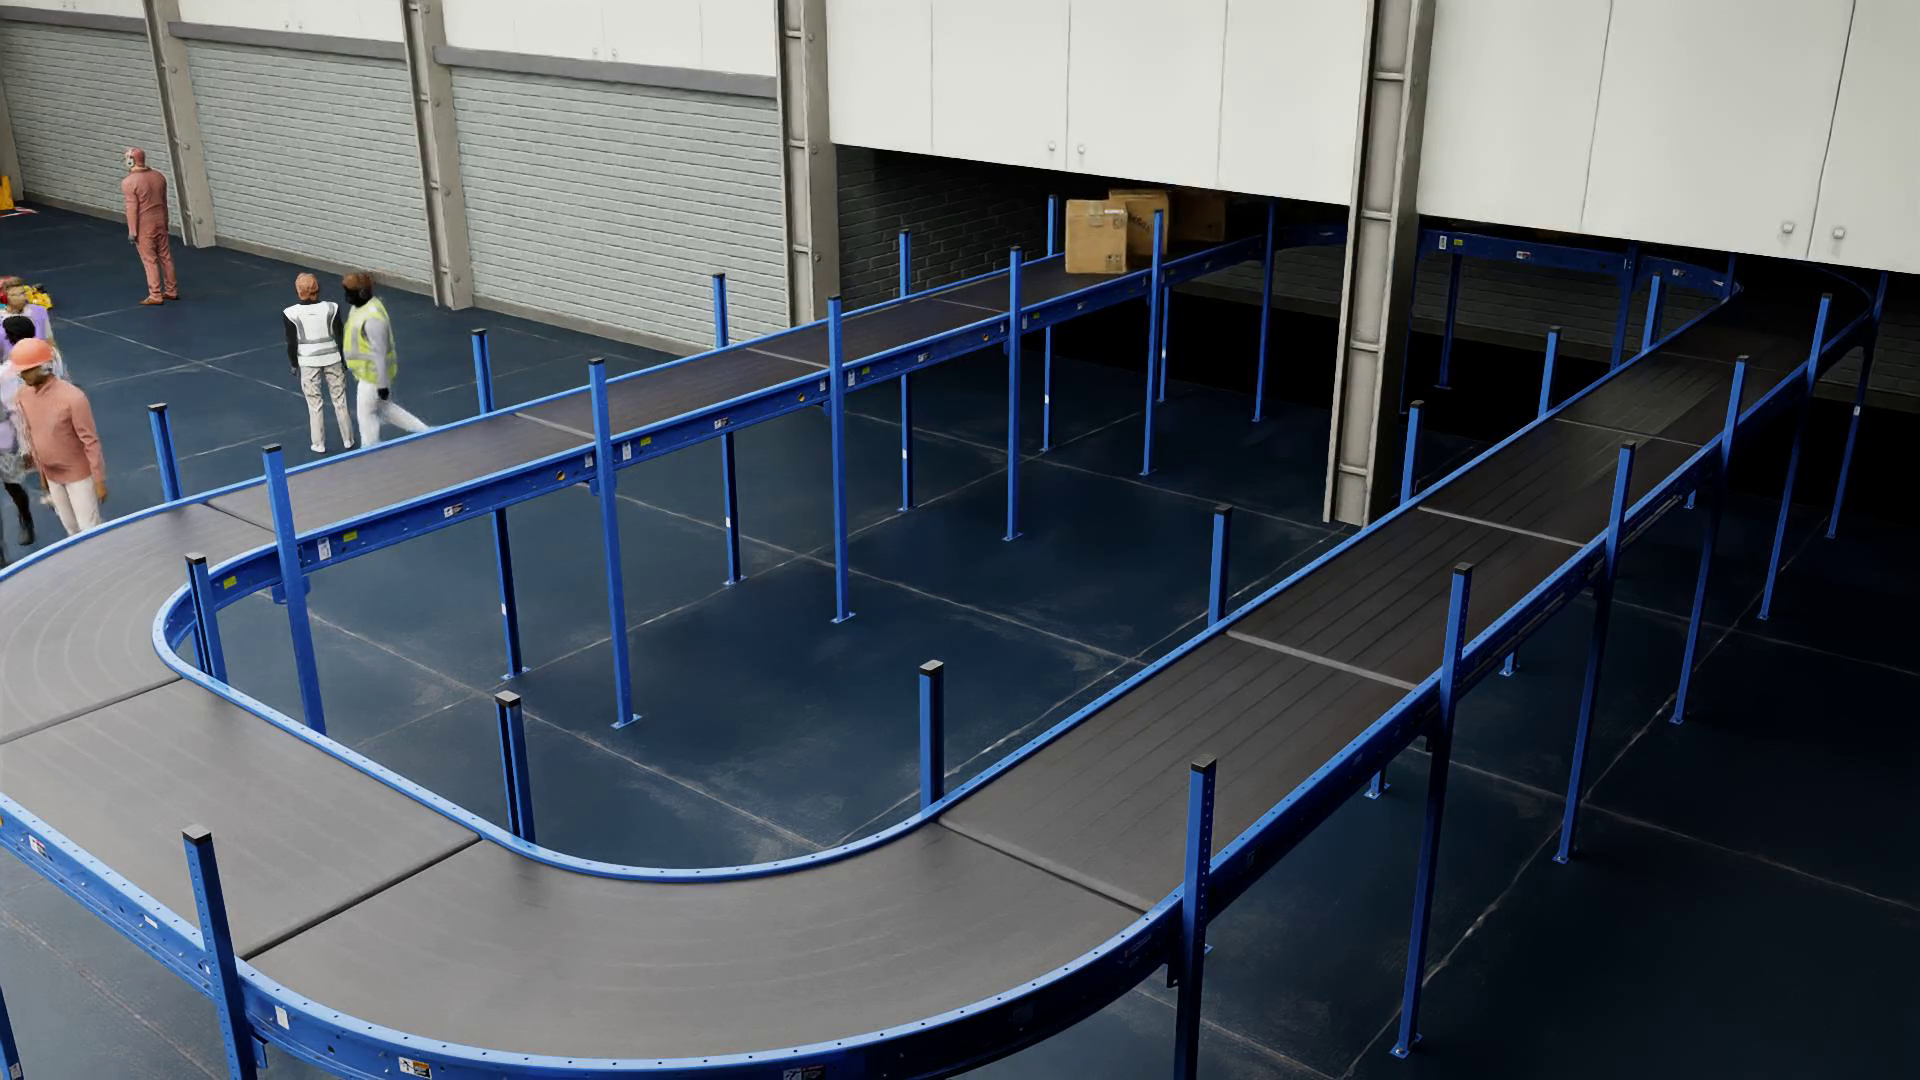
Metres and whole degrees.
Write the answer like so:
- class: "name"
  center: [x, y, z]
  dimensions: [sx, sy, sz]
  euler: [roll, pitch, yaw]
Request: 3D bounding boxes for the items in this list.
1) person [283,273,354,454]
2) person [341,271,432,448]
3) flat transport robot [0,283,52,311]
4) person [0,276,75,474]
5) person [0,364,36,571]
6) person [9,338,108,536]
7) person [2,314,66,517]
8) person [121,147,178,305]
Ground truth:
- class: "person"
  center: [-5.767, -1.586, 14.975]
  dimensions: [0.514, 1.642, 0.310]
  euler: [-11, 24, -27]
- class: "person"
  center: [-5.005, -1.459, 14.424]
  dimensions: [0.779, 1.815, 0.640]
  euler: [-8, 23, -21]
- class: "flat transport robot"
  center: [-11.829, -2.878, 20.099]
  dimensions: [1.431, 0.197, 0.652]
  euler: [-13, 25, -30]
- class: "person"
  center: [-7.975, -1.377, 14.235]
  dimensions: [0.958, 1.807, 0.577]
  euler: [7, 23, 18]
- class: "person"
  center: [-7.292, -0.743, 12.510]
  dimensions: [0.575, 1.892, 0.981]
  euler: [-7, 23, -18]
- class: "person"
  center: [-6.258, -0.478, 11.712]
  dimensions: [0.648, 1.981, 0.526]
  euler: [9, 23, 22]
- class: "person"
  center: [-7.465, -0.987, 13.400]
  dimensions: [0.646, 1.671, 0.545]
  euler: [3, 22, 8]
- class: "person"
  center: [-9.932, -3.833, 20.321]
  dimensions: [0.410, 1.913, 0.643]
  euler: [6, 22, 15]
